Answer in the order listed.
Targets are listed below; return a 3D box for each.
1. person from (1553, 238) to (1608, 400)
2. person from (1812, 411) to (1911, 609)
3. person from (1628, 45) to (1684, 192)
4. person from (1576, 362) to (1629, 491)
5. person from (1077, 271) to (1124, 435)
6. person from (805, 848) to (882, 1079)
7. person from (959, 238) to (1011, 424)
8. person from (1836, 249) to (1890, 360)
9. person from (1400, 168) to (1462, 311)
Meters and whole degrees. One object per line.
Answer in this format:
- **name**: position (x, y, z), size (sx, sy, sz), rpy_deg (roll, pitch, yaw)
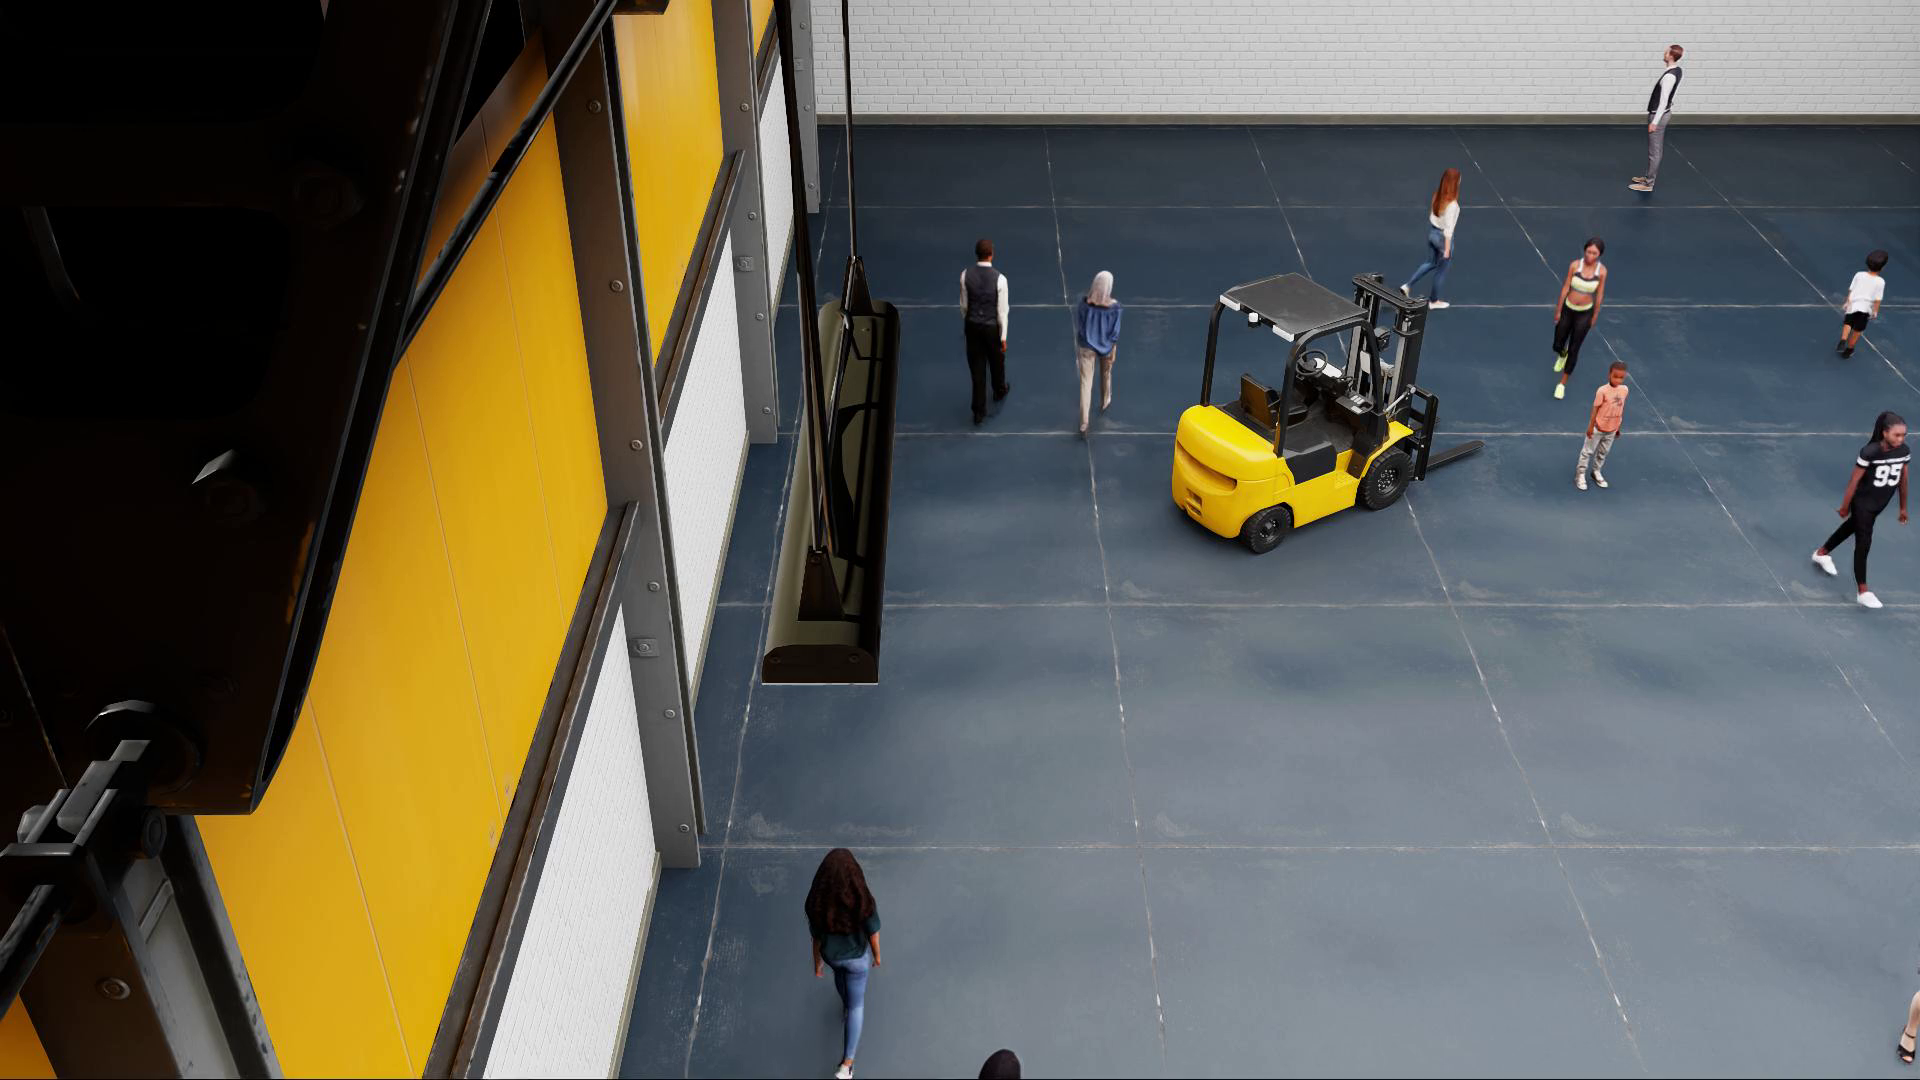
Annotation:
- **person**: position (6.454, -2.376, 17.398), size (0.806, 1.743, 0.977), rpy_deg (15, 37, 22)
- **person**: position (7.802, -0.344, 14.393), size (0.840, 1.685, 1.210), rpy_deg (-9, 35, -13)
- **person**: position (9.306, -5.624, 22.108), size (0.807, 1.938, 0.678), rpy_deg (17, 37, 24)
- **person**: position (6.152, -1.112, 15.887), size (0.504, 1.309, 0.499), rpy_deg (-4, 34, -7)
- **person**: position (1.347, -1.861, 16.700), size (0.805, 1.658, 1.178), rpy_deg (8, 35, 12)
- **person**: position (-0.704, 2.573, 10.094), size (0.625, 1.586, 1.082), rpy_deg (2, 34, 3)
- **person**: position (0.206, -2.071, 16.808), size (0.923, 1.886, 1.150), rpy_deg (10, 35, 15)
- **person**: position (9.786, -2.542, 18.092), size (0.581, 1.251, 0.638), rpy_deg (27, 42, 35)
- **person**: position (5.407, -3.421, 18.993), size (0.777, 1.717, 0.861), rpy_deg (-8, 34, -12)
